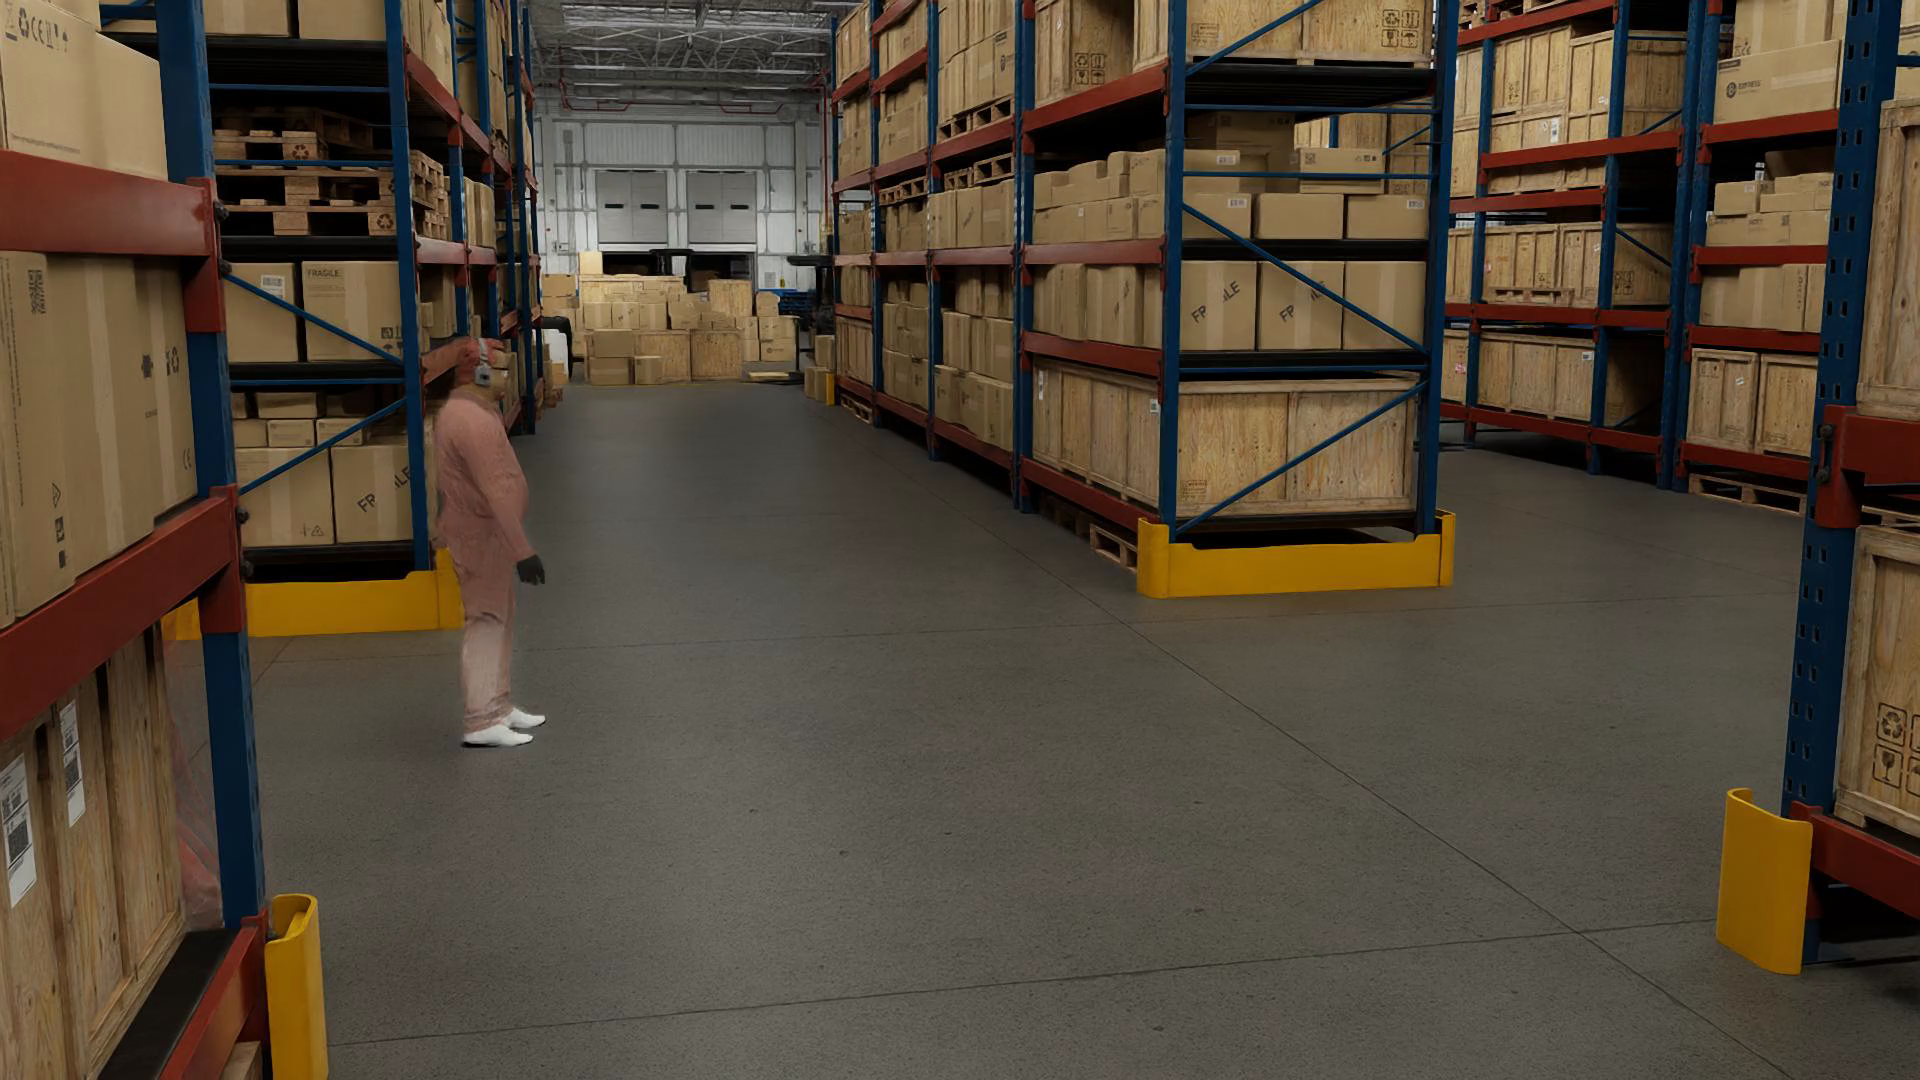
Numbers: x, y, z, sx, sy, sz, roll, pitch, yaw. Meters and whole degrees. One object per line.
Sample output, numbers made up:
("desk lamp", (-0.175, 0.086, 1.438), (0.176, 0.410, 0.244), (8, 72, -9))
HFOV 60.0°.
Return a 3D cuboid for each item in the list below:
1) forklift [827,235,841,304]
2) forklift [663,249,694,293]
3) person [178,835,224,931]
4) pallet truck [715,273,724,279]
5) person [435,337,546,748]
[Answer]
("forklift", (-2.081, -4.323, 31.176), (1.873, 2.768, 1.129), (-7, 12, -38))
("forklift", (-9.277, -8.224, 54.954), (1.129, 2.768, 1.873), (-7, 12, -38))
("person", (-2.635, 0.496, 4.906), (0.973, 1.864, 0.641), (-2, 10, -13))
("pallet truck", (-8.580, -8.986, 62.280), (1.885, 1.965, 0.823), (1, 9, 5))
("person", (-2.185, 0.015, 7.706), (0.424, 1.903, 0.669), (-3, 10, -18))
